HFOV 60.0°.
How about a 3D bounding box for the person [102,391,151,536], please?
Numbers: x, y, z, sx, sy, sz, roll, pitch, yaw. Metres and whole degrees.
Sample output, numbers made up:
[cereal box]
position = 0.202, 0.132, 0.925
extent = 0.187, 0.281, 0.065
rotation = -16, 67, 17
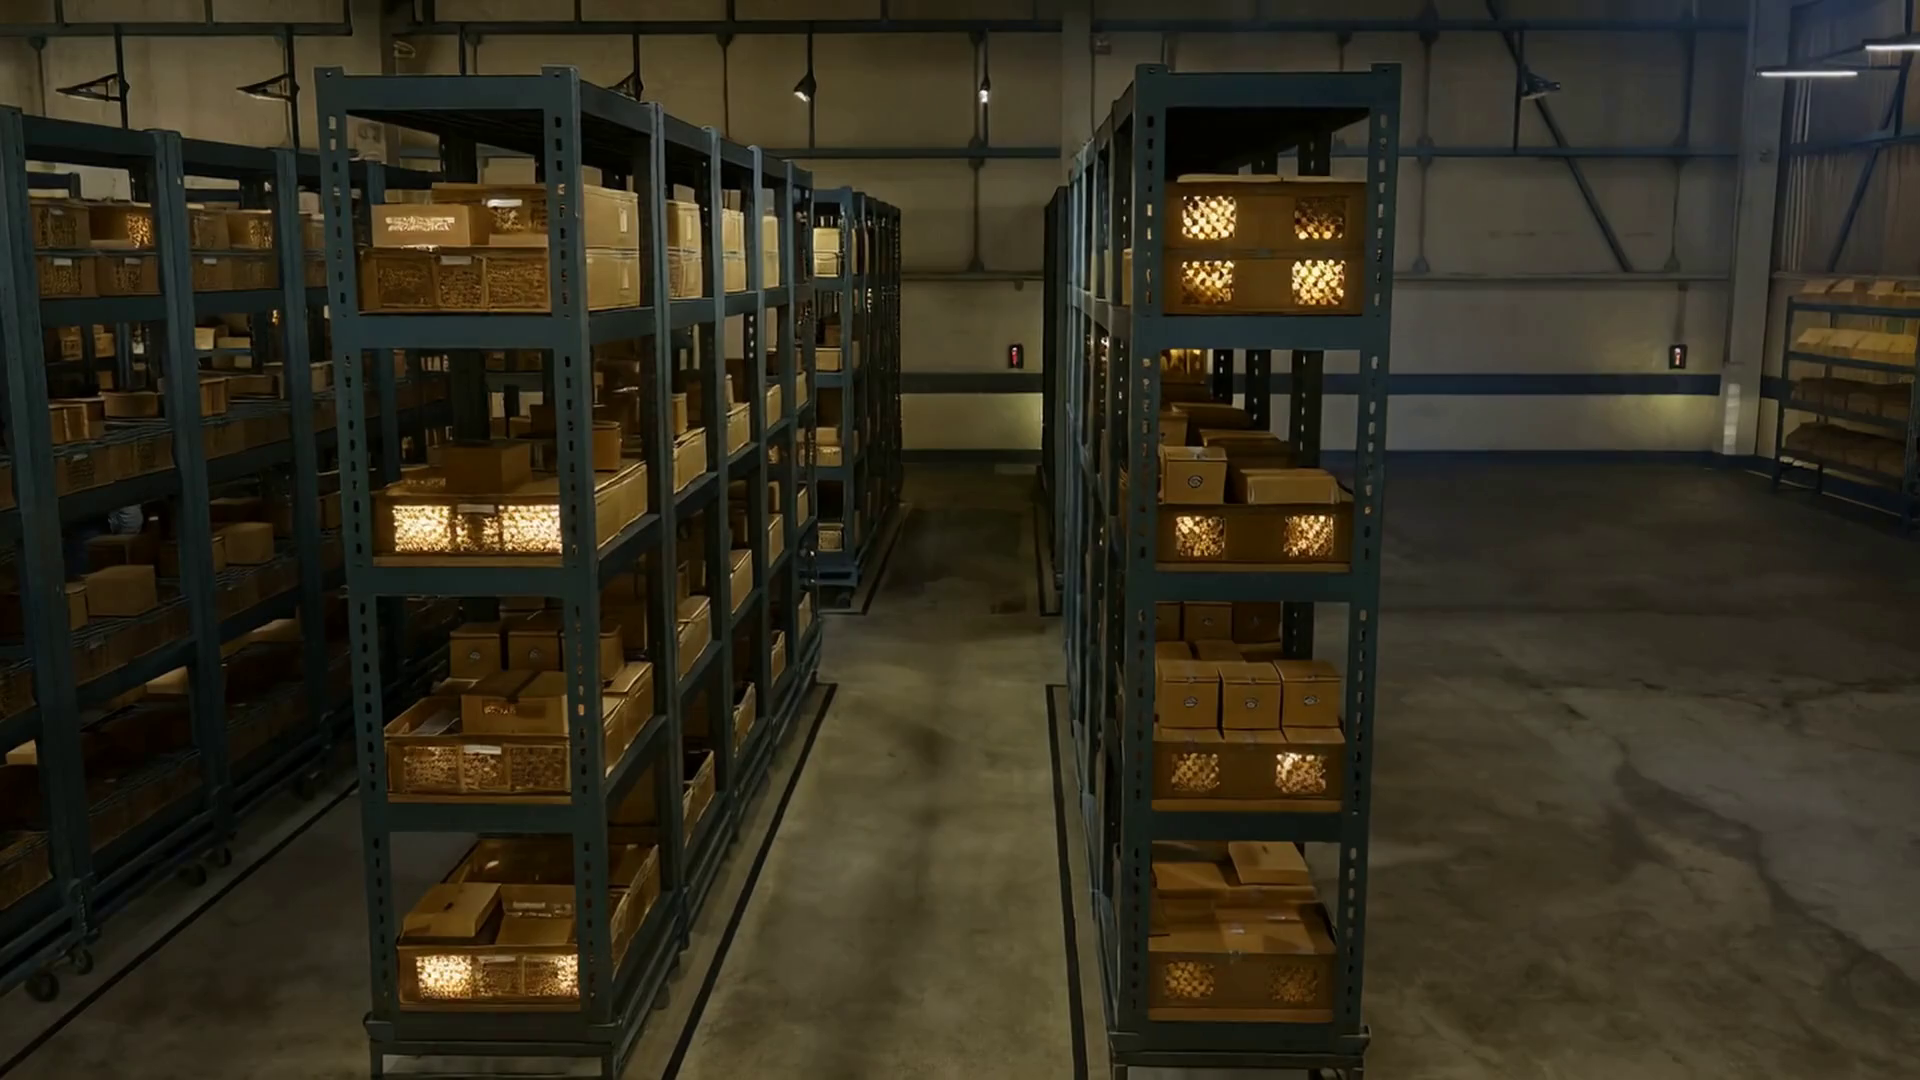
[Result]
[person]
position = -7.538, -0.416, 14.921
extent = 0.589, 1.834, 0.403
rotation = 1, 10, 7
